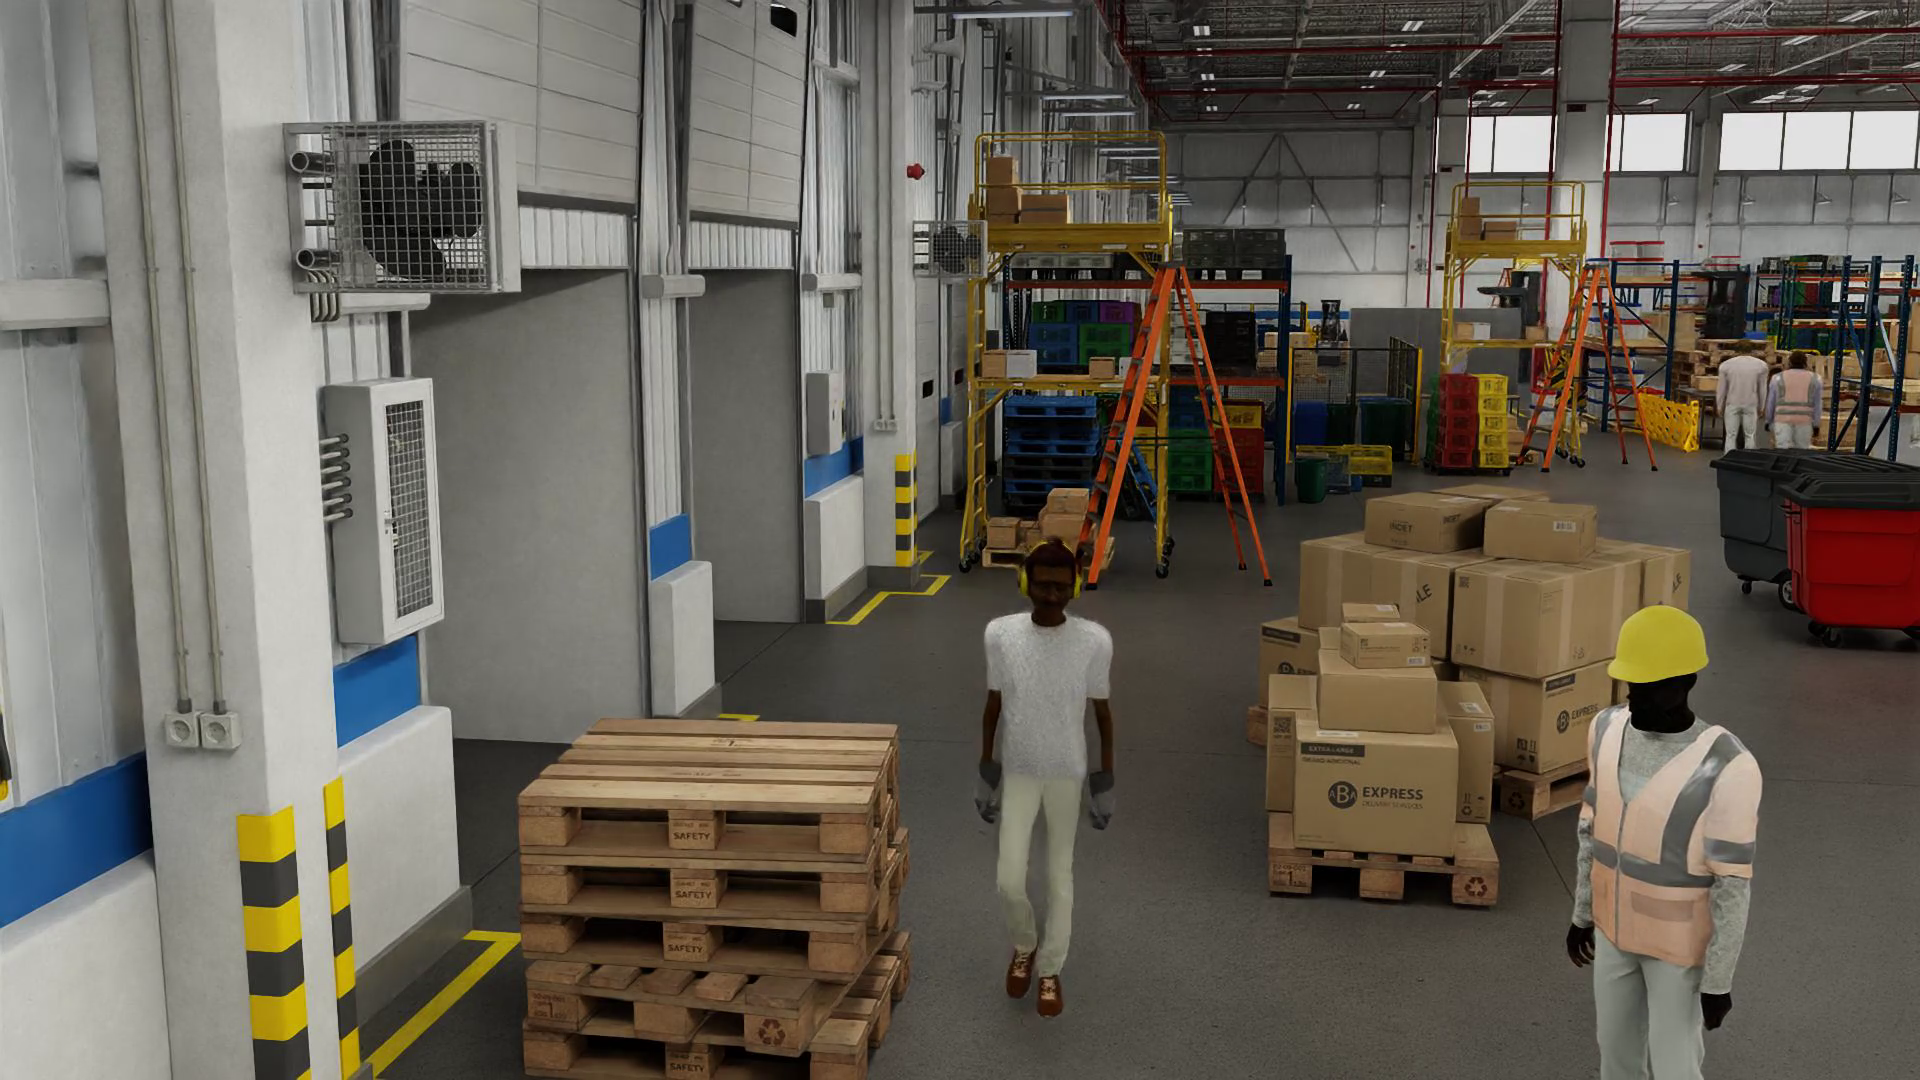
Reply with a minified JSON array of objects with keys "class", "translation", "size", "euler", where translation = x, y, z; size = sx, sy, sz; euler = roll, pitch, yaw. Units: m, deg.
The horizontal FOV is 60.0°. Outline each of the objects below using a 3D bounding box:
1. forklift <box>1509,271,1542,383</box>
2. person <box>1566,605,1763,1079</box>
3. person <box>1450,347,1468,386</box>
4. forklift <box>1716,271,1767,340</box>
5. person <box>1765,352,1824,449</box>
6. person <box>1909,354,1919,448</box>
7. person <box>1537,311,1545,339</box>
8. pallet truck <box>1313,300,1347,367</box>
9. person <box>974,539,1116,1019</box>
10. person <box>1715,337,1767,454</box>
[{"class":"forklift","translation":[14.092,-5.322,41.590],"size":[1.873,2.768,1.129],"euler":[-2,9,-11]},{"class":"person","translation":[1.984,1.126,4.791],"size":[0.395,1.918,0.585],"euler":[-4,10,-23]},{"class":"person","translation":[9.448,-3.191,31.569],"size":[0.808,1.898,0.595],"euler":[-4,10,-22]},{"class":"forklift","translation":[22.098,-6.311,47.686],"size":[1.873,2.768,1.129],"euler":[-3,10,-17]},{"class":"person","translation":[10.742,-1.521,21.465],"size":[0.646,1.795,0.933],"euler":[4,10,23]},{"class":"person","translation":[15.516,-2.338,26.721],"size":[0.327,1.735,0.486],"euler":[5,10,27]},{"class":"person","translation":[16.529,-5.729,47.804],"size":[0.547,1.668,0.751],"euler":[-6,11,-32]},{"class":"pallet truck","translation":[11.159,-6.200,49.718],"size":[0.823,1.965,1.885],"euler":[4,10,26]},{"class":"person","translation":[0.324,0.910,6.313],"size":[0.550,1.853,0.422],"euler":[1,9,6]},{"class":"person","translation":[10.819,-1.836,23.057],"size":[0.657,1.928,0.446],"euler":[4,10,22]}]
